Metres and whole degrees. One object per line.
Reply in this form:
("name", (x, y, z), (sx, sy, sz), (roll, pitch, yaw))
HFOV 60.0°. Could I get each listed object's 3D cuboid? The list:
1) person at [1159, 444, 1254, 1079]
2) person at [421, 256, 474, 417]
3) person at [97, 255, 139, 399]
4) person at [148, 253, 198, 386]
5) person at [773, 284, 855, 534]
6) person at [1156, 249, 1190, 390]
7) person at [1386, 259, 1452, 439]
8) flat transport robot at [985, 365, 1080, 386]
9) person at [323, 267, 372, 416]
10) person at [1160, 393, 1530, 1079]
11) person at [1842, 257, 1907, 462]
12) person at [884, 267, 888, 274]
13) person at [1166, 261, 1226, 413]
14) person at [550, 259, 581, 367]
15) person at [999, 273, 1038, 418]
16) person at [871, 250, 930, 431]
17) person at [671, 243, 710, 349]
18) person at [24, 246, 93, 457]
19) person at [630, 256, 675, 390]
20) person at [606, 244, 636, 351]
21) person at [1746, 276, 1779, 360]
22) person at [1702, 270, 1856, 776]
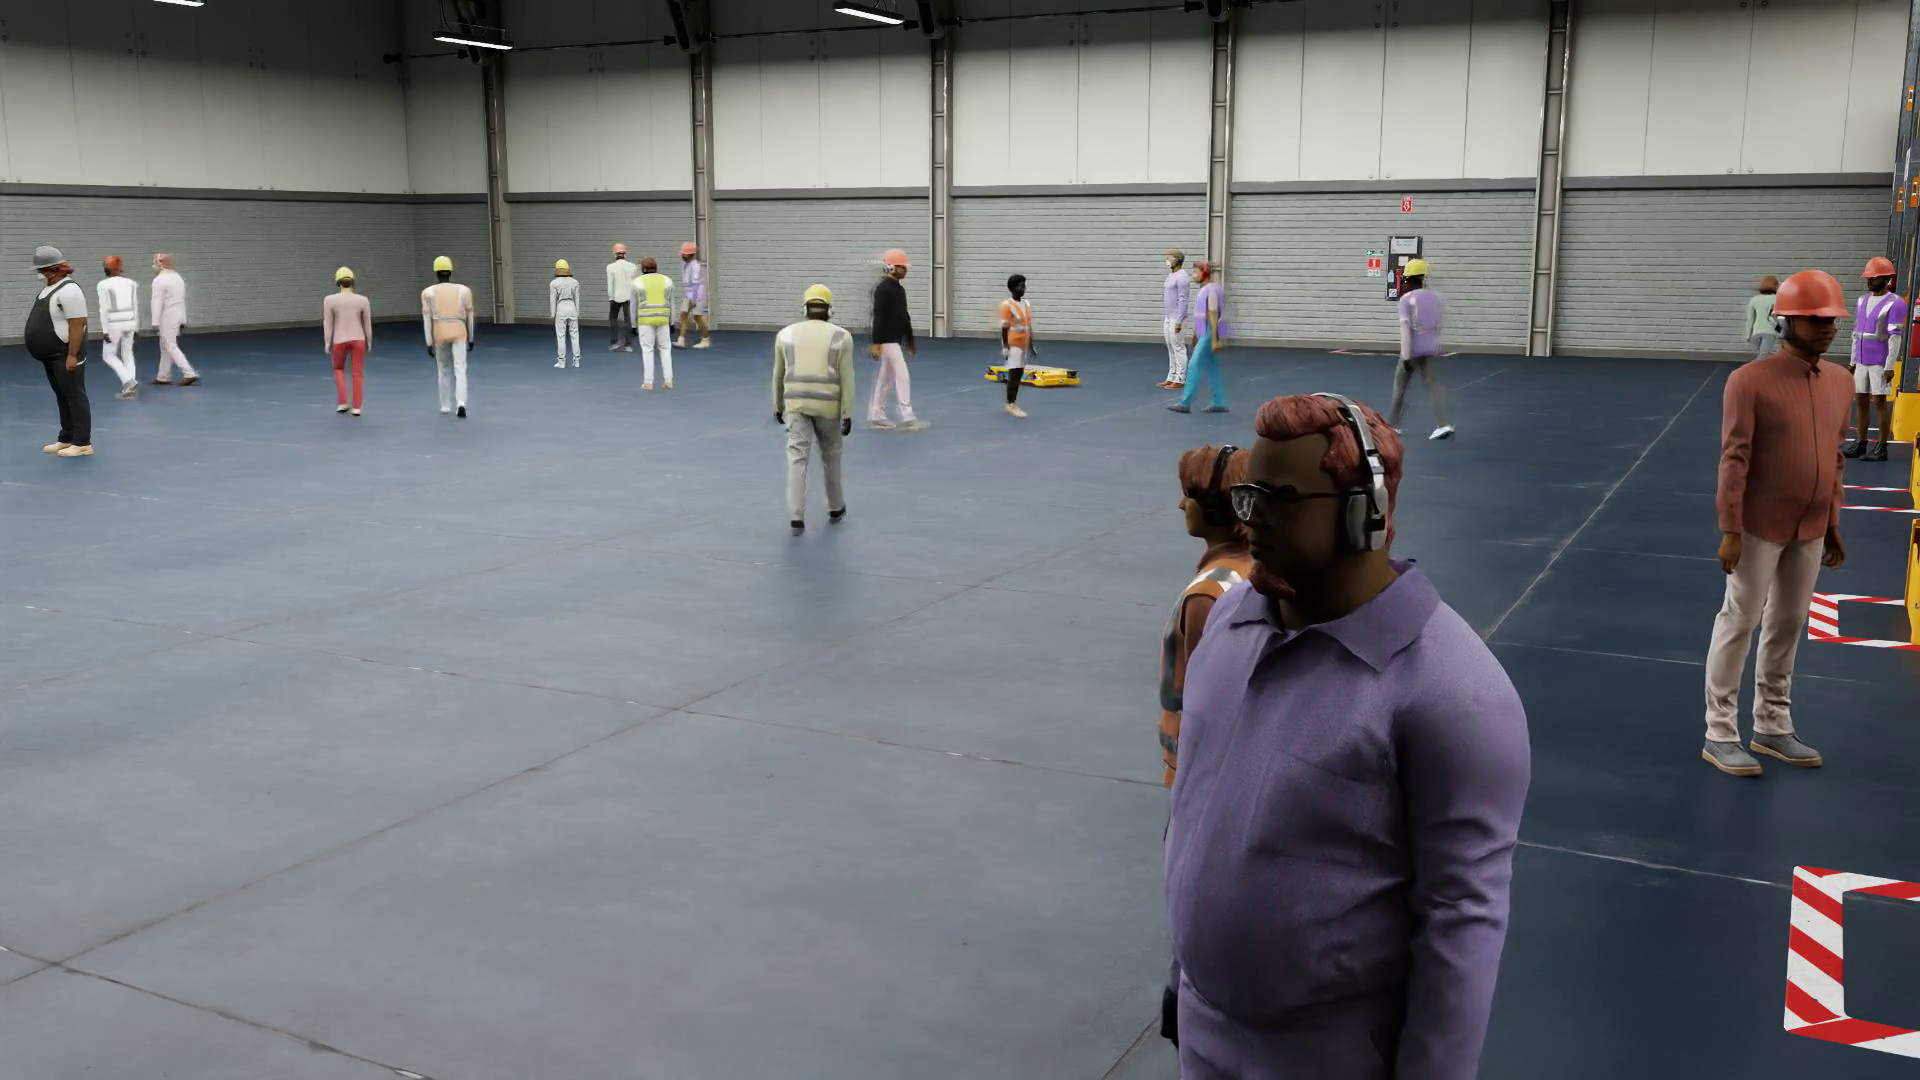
("person", (0.637, 0.583, 4.048), (0.309, 1.641, 0.512), (5, 11, 24))
("person", (-6.050, -2.409, 19.695), (0.579, 1.892, 0.961), (-3, 11, -18))
("person", (-10.868, -2.742, 21.537), (0.452, 1.870, 0.573), (5, 11, 25))
("person", (-11.217, -3.104, 23.580), (0.832, 1.887, 0.661), (0, 10, 2))
("person", (-1.061, -0.957, 12.083), (0.623, 1.774, 0.870), (1, 10, 5))
("person", (2.949, -3.035, 23.001), (0.413, 1.938, 0.638), (-2, 11, -11))
("person", (4.844, -2.002, 17.507), (0.593, 1.890, 0.967), (-5, 11, -25))
("flat transport robot", (1.031, -2.387, 23.978), (0.652, 0.197, 1.431), (-7, 13, -34))
("person", (-7.290, -2.361, 19.787), (0.555, 1.740, 0.683), (-6, 12, -28))
("person", (0.505, 0.731, 2.514), (0.409, 1.909, 0.641), (-6, 12, -30))
("person", (8.633, -1.703, 15.745), (0.386, 1.930, 0.541), (-2, 11, -12))
("person", (-1.292, -4.363, 31.017), (0.308, 1.641, 0.517), (1, 10, 7))
("person", (2.820, -2.408, 19.882), (0.861, 1.808, 0.610), (0, 10, -2))
("person", (-6.395, -3.662, 26.919), (0.492, 1.739, 0.325), (-6, 12, -30))
("person", (0.679, -2.295, 19.616), (0.349, 1.698, 0.545), (7, 13, 34))
("person", (-0.618, -2.165, 18.131), (0.865, 1.959, 0.659), (3, 11, 17))
("person", (-5.040, -4.531, 30.981), (0.924, 1.983, 0.632), (-8, 13, -36))
("person", (-8.744, -1.830, 16.111), (0.536, 2.000, 0.672), (-10, 14, -43))
("person", (-4.253, -2.994, 23.032), (0.630, 1.841, 0.429), (-5, 11, -25))
("person", (-6.267, -4.471, 30.711), (0.623, 1.967, 0.767), (-6, 12, -30))
("person", (10.852, -2.759, 22.412), (0.853, 1.596, 0.506), (-6, 12, -29))
("person", (3.273, -0.064, 6.602), (0.612, 1.995, 0.393), (-4, 11, -19))
